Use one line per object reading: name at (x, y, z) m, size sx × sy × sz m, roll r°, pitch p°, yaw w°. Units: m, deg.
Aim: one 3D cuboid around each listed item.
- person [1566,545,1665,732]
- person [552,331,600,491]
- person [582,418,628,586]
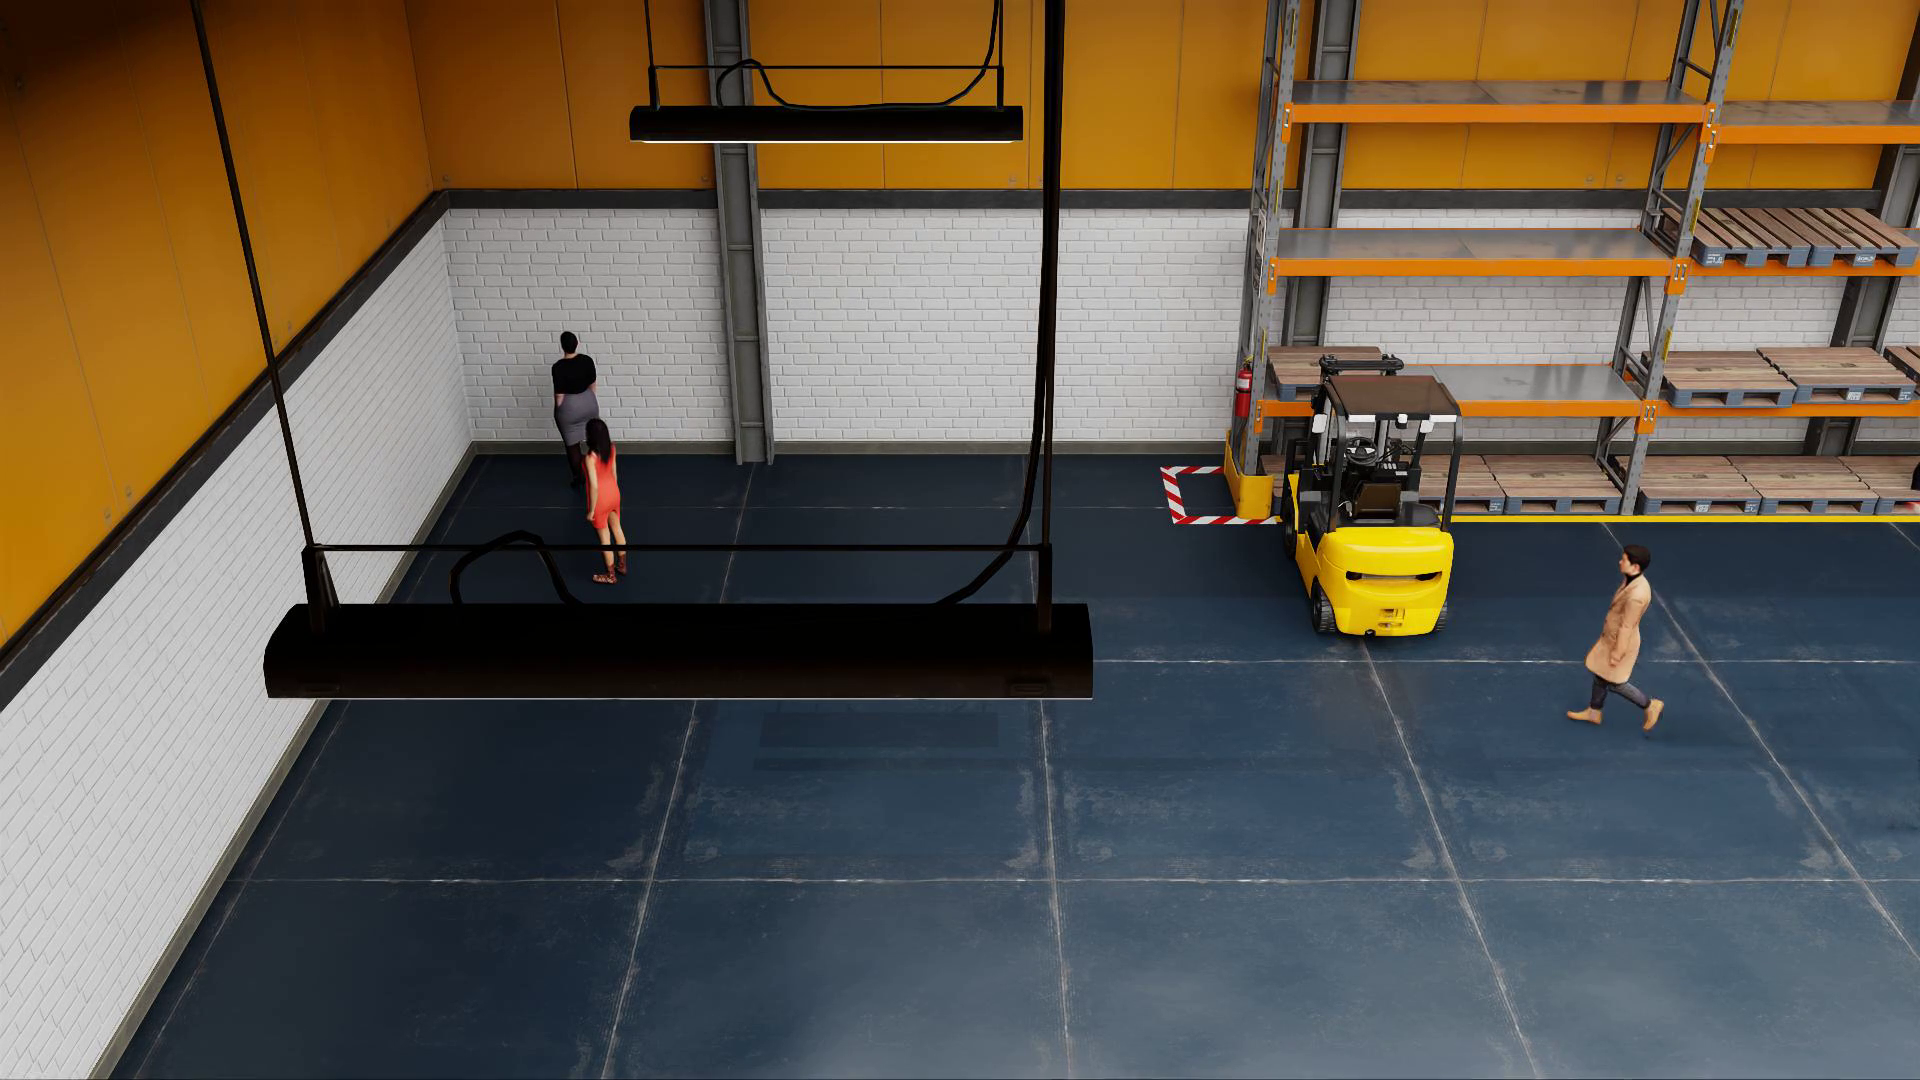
person at (5.512, 0.843, 13.667) m, size 1.010 × 1.704 × 0.769 m, roll 6°, pitch 29°, yaw 11°
person at (-4.068, -1.384, 17.693) m, size 0.767 × 1.759 × 0.838 m, roll -23°, pitch 36°, yaw -36°
person at (-3.398, -0.378, 15.891) m, size 0.664 × 1.718 × 0.667 m, roll 13°, pitch 31°, yaw 22°
